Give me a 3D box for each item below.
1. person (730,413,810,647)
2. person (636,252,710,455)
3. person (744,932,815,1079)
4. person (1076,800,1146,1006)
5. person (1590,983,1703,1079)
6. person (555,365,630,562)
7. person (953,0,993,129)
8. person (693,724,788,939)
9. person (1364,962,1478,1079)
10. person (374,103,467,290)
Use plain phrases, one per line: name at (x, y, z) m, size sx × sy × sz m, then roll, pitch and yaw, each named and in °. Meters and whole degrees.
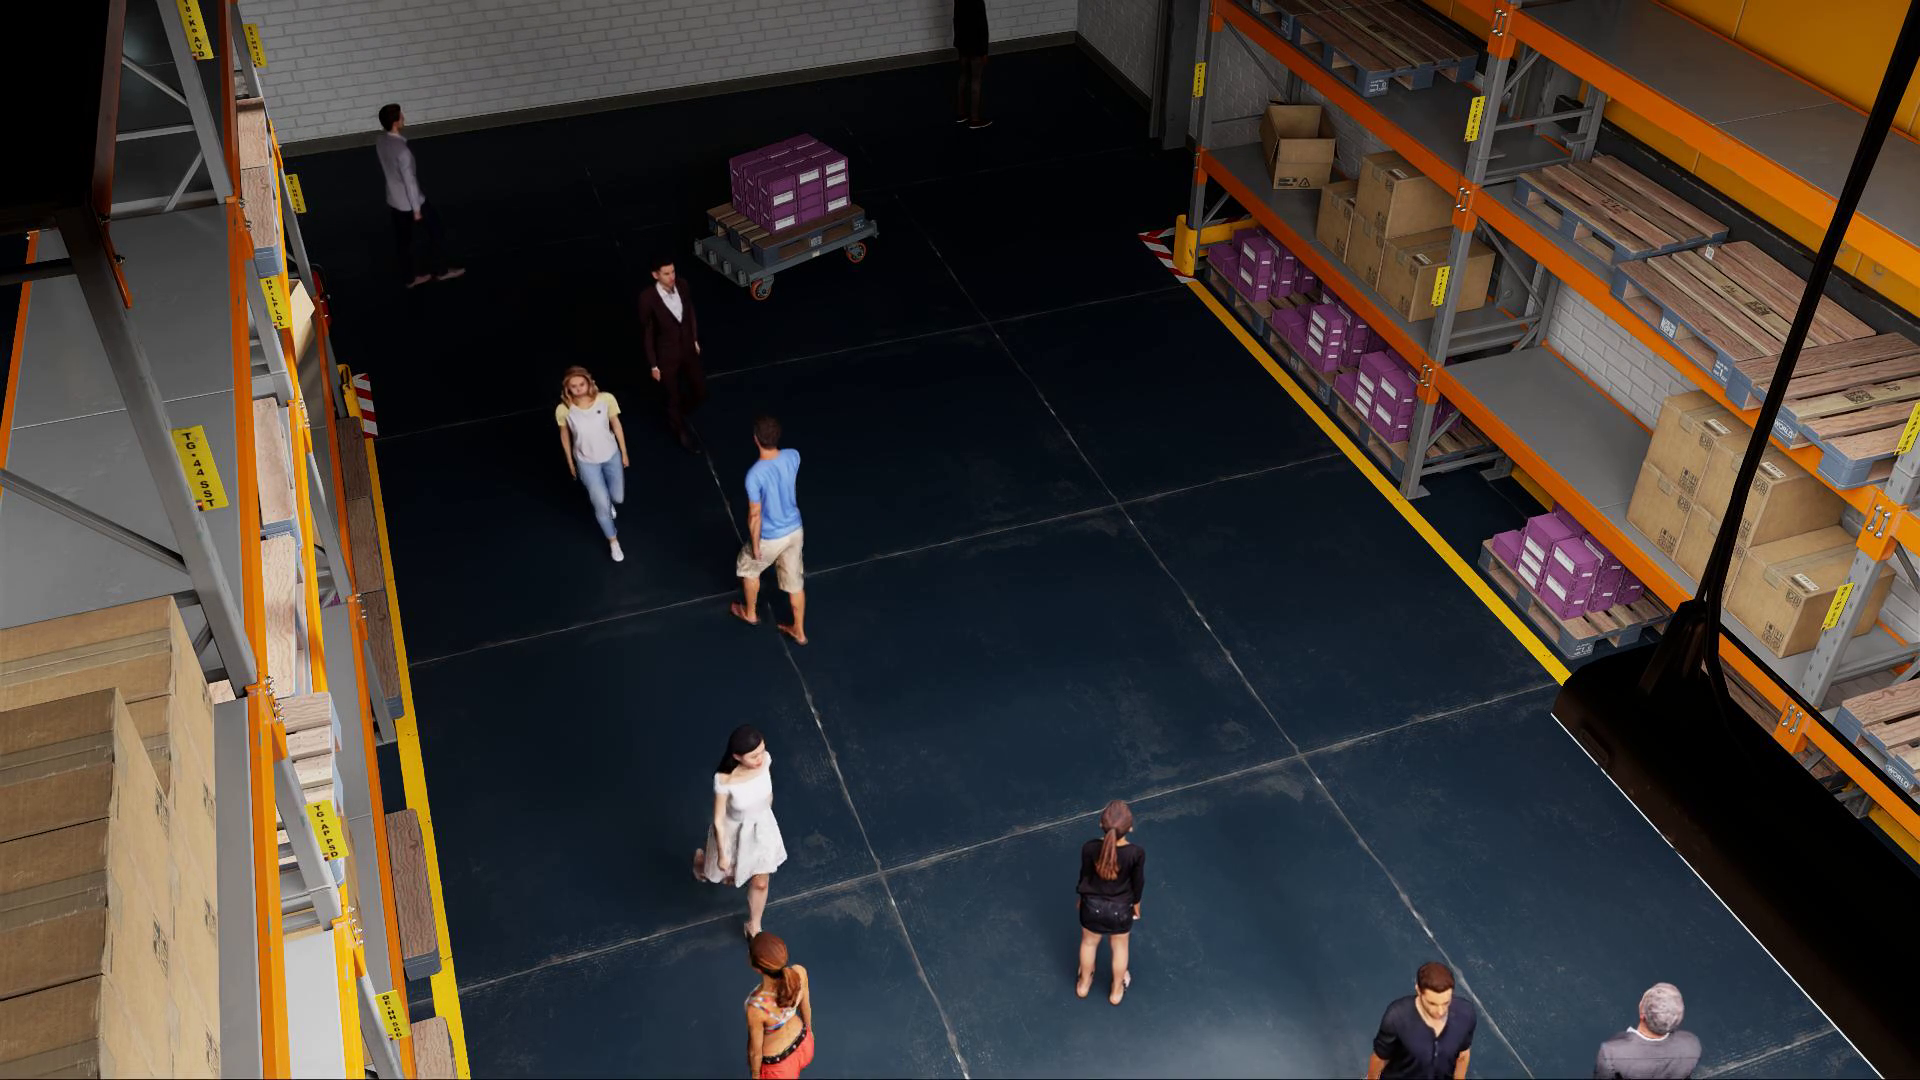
person at (-1.226, -0.013, 11.704) m, size 0.844 × 1.837 × 1.023 m, roll -30°, pitch 47°, yaw -32°
person at (-2.392, -1.572, 13.642) m, size 0.820 × 1.856 × 0.823 m, roll -31°, pitch 48°, yaw -33°
person at (-0.837, 2.663, 8.408) m, size 1.113 × 1.770 × 0.938 m, roll 25°, pitch 45°, yaw 28°
person at (0.831, 2.037, 9.364) m, size 0.624 × 1.554 × 0.662 m, roll 5°, pitch 39°, yaw 7°
person at (3.257, 2.877, 8.116) m, size 0.939 × 1.798 × 1.276 m, roll -2°, pitch 39°, yaw -3°
person at (-2.776, -0.643, 12.598) m, size 0.668 × 1.706 × 0.870 m, roll -16°, pitch 41°, yaw -19°
person at (0.128, -5.524, 18.635) m, size 0.788 × 1.800 × 0.606 m, roll -26°, pitch 46°, yaw -29°
person at (-1.299, 1.676, 9.662) m, size 0.876 × 1.746 × 1.084 m, roll -27°, pitch 46°, yaw -30°
person at (2.261, 2.651, 8.369) m, size 0.774 × 1.836 × 1.025 m, roll -4°, pitch 39°, yaw -5°
person at (-5.309, -3.199, 15.696) m, size 0.888 × 1.834 × 0.933 m, roll 27°, pitch 46°, yaw 30°
